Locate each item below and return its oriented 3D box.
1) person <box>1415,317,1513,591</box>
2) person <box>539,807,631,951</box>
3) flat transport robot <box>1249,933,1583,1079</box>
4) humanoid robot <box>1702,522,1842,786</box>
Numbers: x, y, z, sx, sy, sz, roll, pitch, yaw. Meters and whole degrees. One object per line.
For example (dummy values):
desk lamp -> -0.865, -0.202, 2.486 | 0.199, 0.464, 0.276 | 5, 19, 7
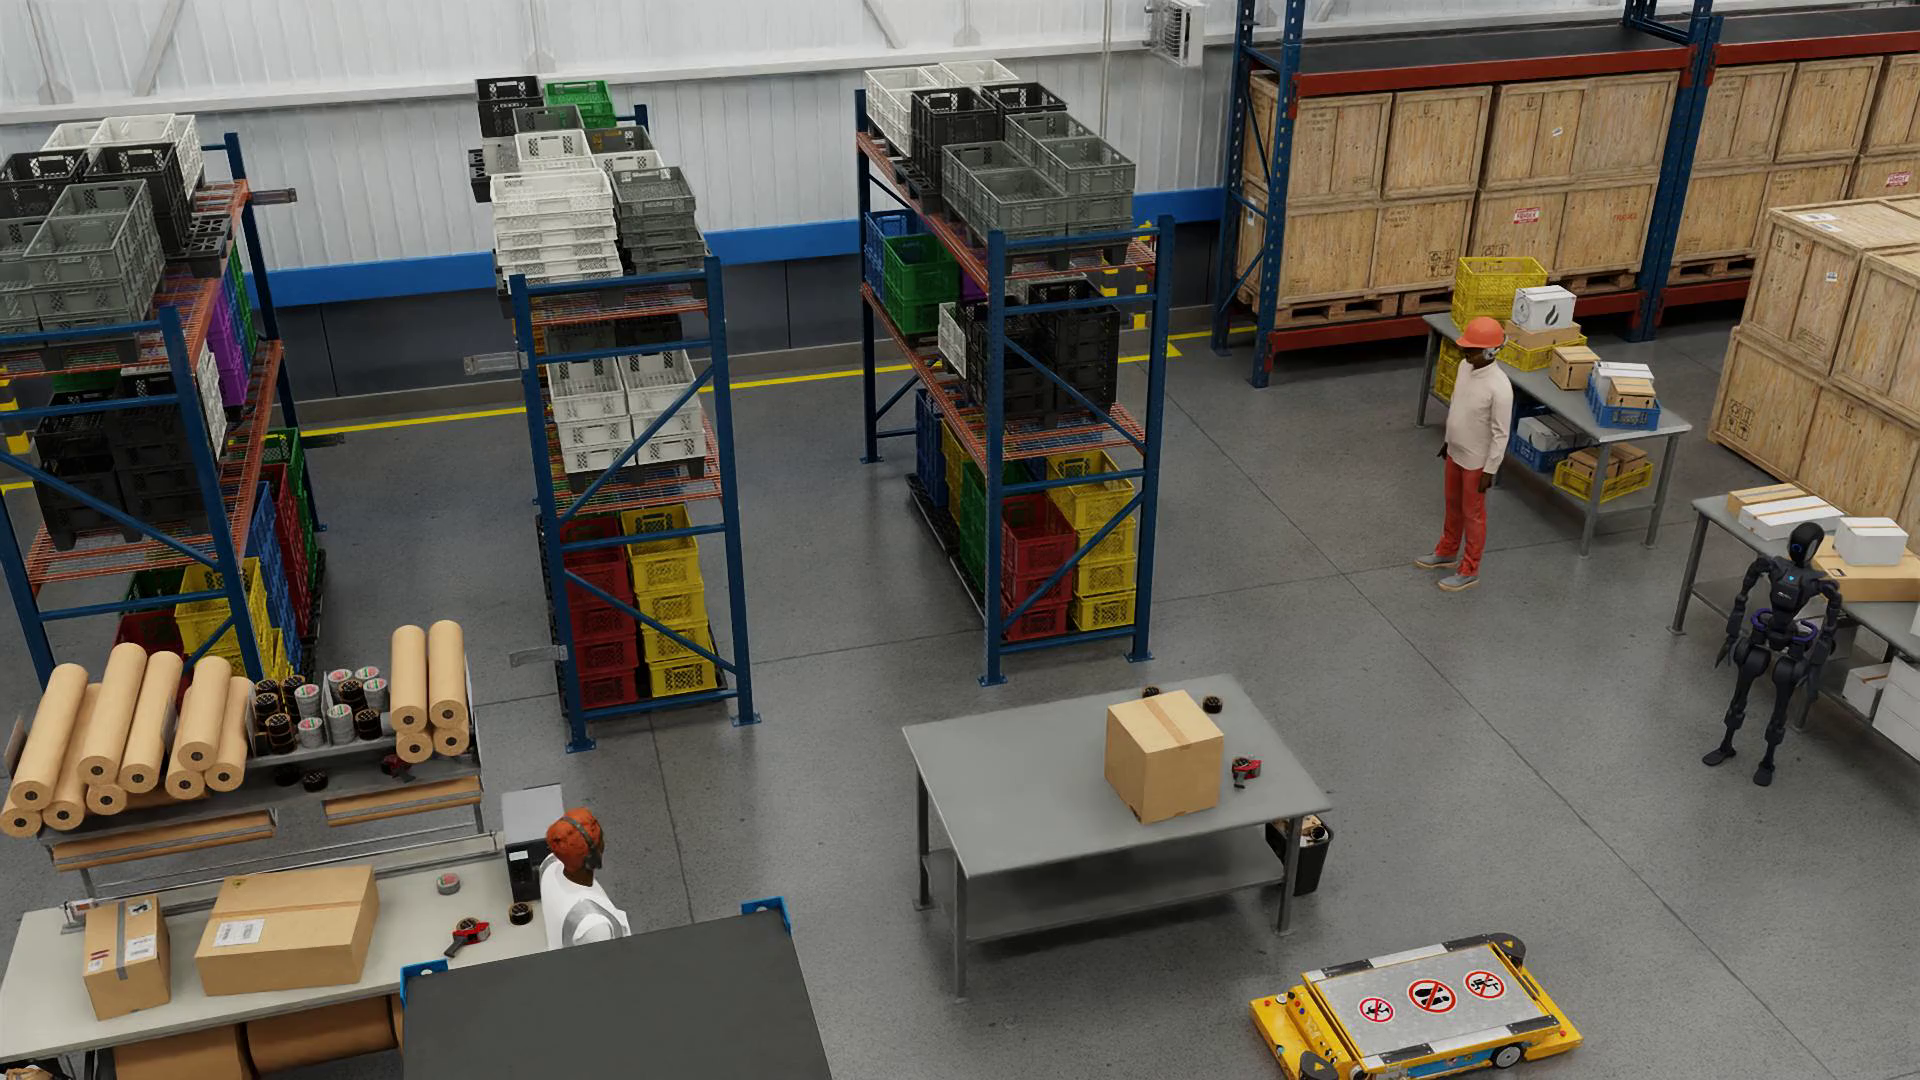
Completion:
person -> 3.495, -0.595, 11.453 | 0.395, 1.992, 0.620 | -7, 30, -12
person -> -1.516, 1.916, 6.998 | 0.352, 1.883, 0.580 | -17, 33, -28
flat transport robot -> 2.184, 2.282, 7.980 | 1.431, 0.197, 0.652 | -8, 30, -14
humanoid robot -> 4.660, 0.645, 9.512 | 0.589, 1.657, 0.327 | 24, 37, 36
